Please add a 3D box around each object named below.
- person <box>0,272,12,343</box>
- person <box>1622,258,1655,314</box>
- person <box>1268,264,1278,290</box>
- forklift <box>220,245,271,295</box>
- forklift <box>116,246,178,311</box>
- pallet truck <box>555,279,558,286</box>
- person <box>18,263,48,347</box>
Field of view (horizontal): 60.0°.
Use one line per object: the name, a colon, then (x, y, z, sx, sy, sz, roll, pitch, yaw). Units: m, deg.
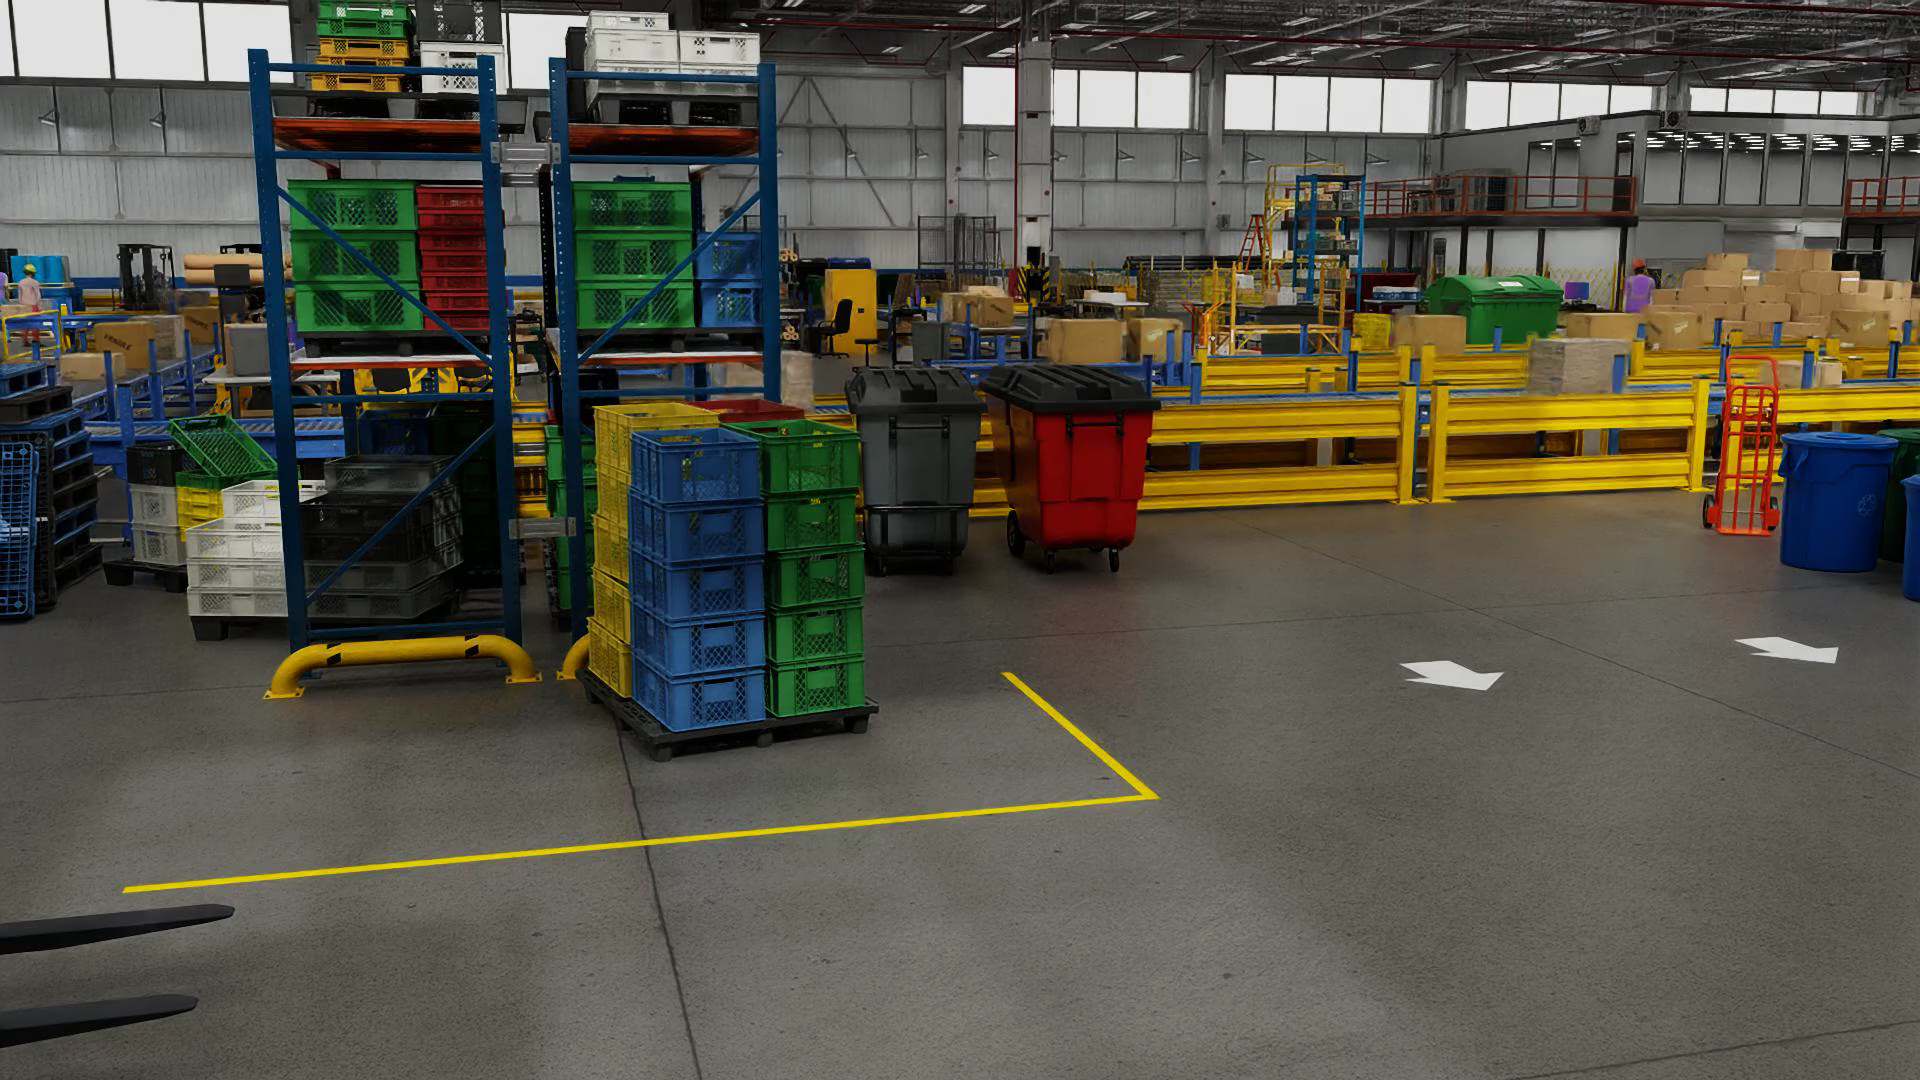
person: (-21.240, -5.249, 36.623, 0.563, 1.839, 0.394, -6, 12, -32)
person: (12.851, -4.373, 31.486, 0.577, 1.907, 0.644, 2, 10, 12)
person: (9.108, -7.299, 48.508, 0.308, 1.743, 0.493, 4, 11, 22)
forklift: (-17.749, -6.334, 41.440, 1.157, 1.987, 2.680, -3, 10, -17)
forklift: (-19.966, -6.232, 40.894, 1.157, 1.987, 2.680, -3, 10, -15)
pallet truck: (-10.604, -6.375, 44.520, 0.653, 1.274, 1.630, -3, 10, -15)
person: (-19.667, -4.965, 35.231, 0.530, 1.766, 0.334, 3, 10, 17)
